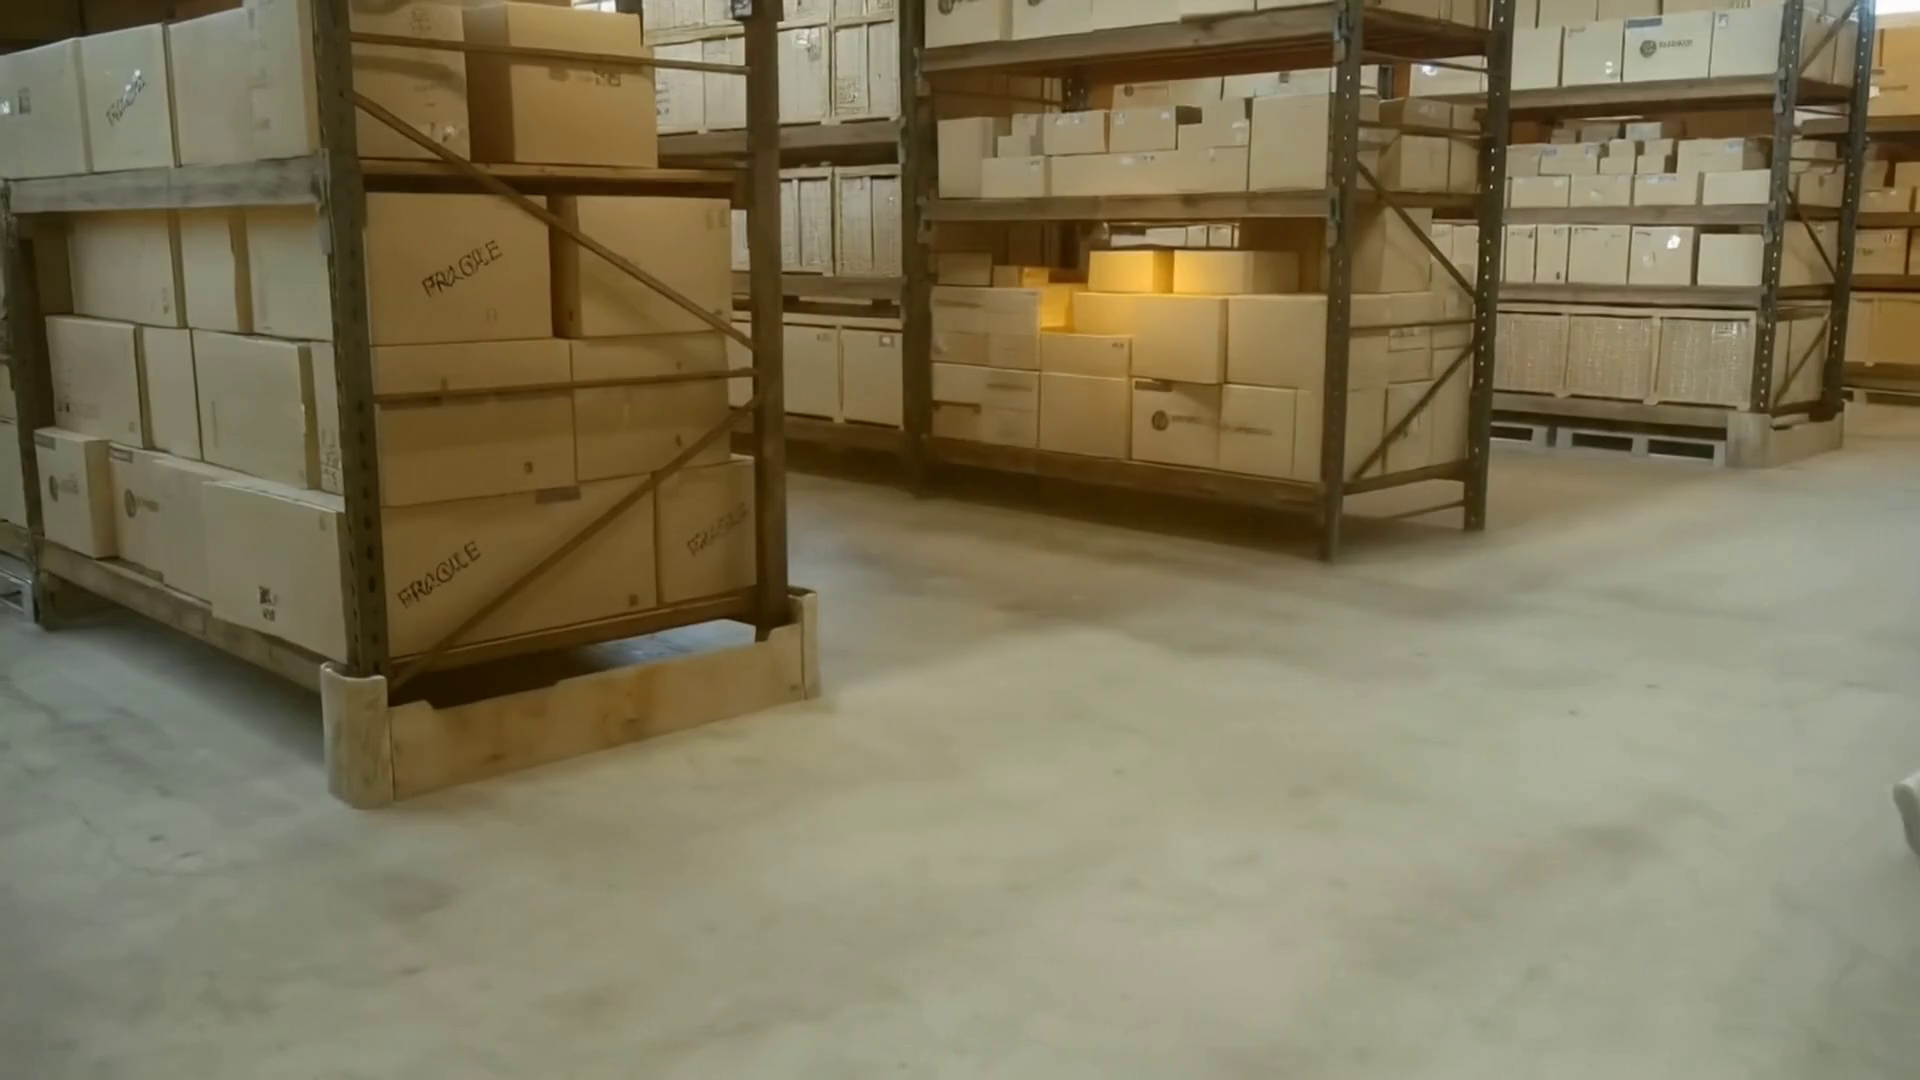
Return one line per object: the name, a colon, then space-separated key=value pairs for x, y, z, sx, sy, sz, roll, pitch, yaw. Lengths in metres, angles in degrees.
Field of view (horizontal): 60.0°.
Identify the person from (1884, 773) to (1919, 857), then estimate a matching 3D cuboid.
person: x=3.532 y=0.262 z=5.573 sx=0.686 sy=1.729 sz=0.562 roll=2 pitch=11 yaw=10
